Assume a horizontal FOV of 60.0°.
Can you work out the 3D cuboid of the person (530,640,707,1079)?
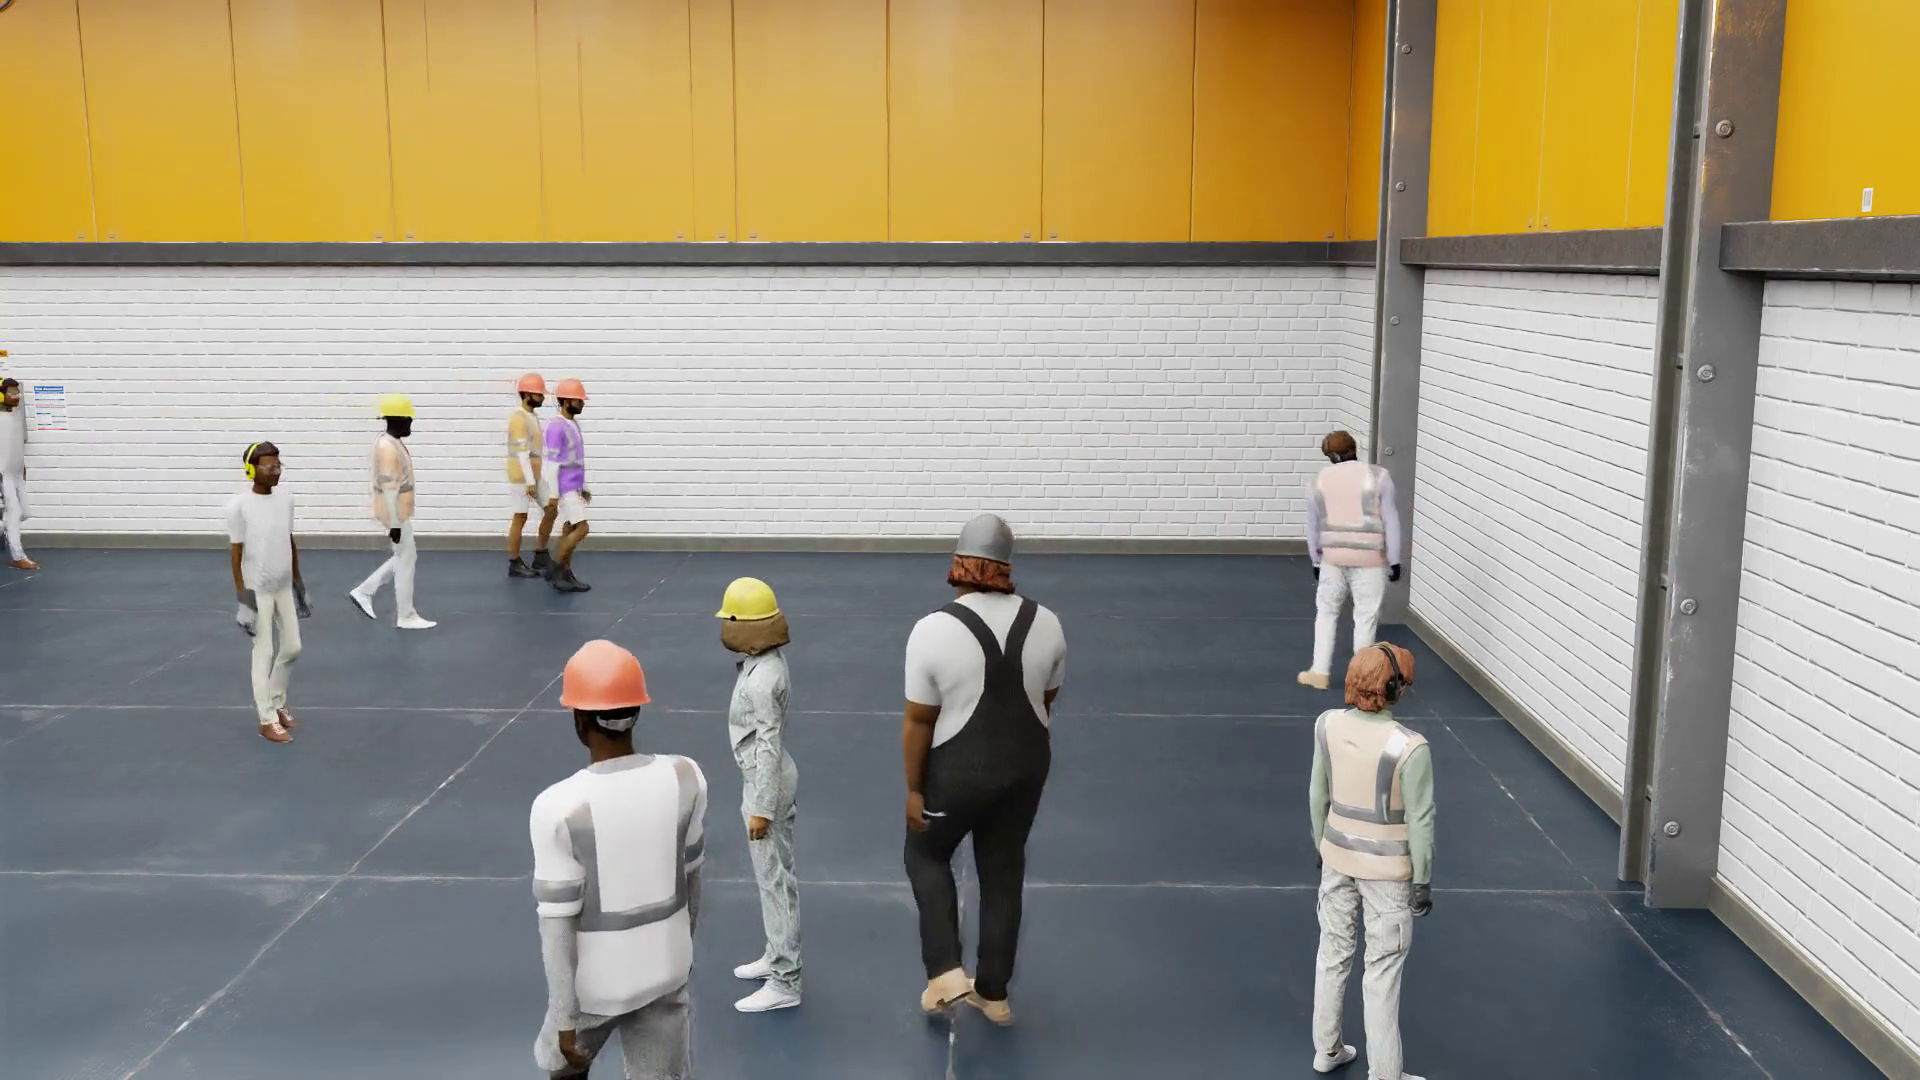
[{"bbox_3d":[-1.008,1.225,4.839,0.554,1.914,0.672,-6,12,-33],"label":"person"}]

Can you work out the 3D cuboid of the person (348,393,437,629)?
[{"bbox_3d":[-4.570,-0.219,13.298,0.573,1.915,0.587,-3,10,-16],"label":"person"}]

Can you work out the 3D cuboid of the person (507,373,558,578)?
[{"bbox_3d":[-3.960,-0.587,15.454,0.626,1.915,0.569,1,10,6],"label":"person"}]

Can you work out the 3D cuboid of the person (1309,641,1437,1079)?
[{"bbox_3d":[1.465,1.173,5.945,0.305,1.640,0.523,-7,12,-37],"label":"person"}]

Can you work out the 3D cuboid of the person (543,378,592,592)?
[{"bbox_3d":[-3.447,-0.473,14.750,0.411,1.922,0.541,0,10,2],"label":"person"}]

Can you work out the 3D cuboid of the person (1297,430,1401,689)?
[{"bbox_3d":[2.713,0.157,11.435,0.699,1.808,0.432,6,12,34],"label":"person"}]

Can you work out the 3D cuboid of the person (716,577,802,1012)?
[{"bbox_3d":[-0.800,1.005,6.631,0.318,1.740,0.488,-1,10,-4],"label":"person"}]

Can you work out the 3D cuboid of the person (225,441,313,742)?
[{"bbox_3d":[-4.279,0.313,10.353,0.414,1.881,0.557,5,11,27],"label":"person"}]

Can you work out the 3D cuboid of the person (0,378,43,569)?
[{"bbox_3d":[-9.163,-0.631,15.911,0.603,1.851,0.511,1,10,6],"label":"person"}]

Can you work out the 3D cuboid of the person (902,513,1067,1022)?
[{"bbox_3d":[0.064,0.873,6.528,0.696,2.000,0.541,-4,11,-24],"label":"person"}]
